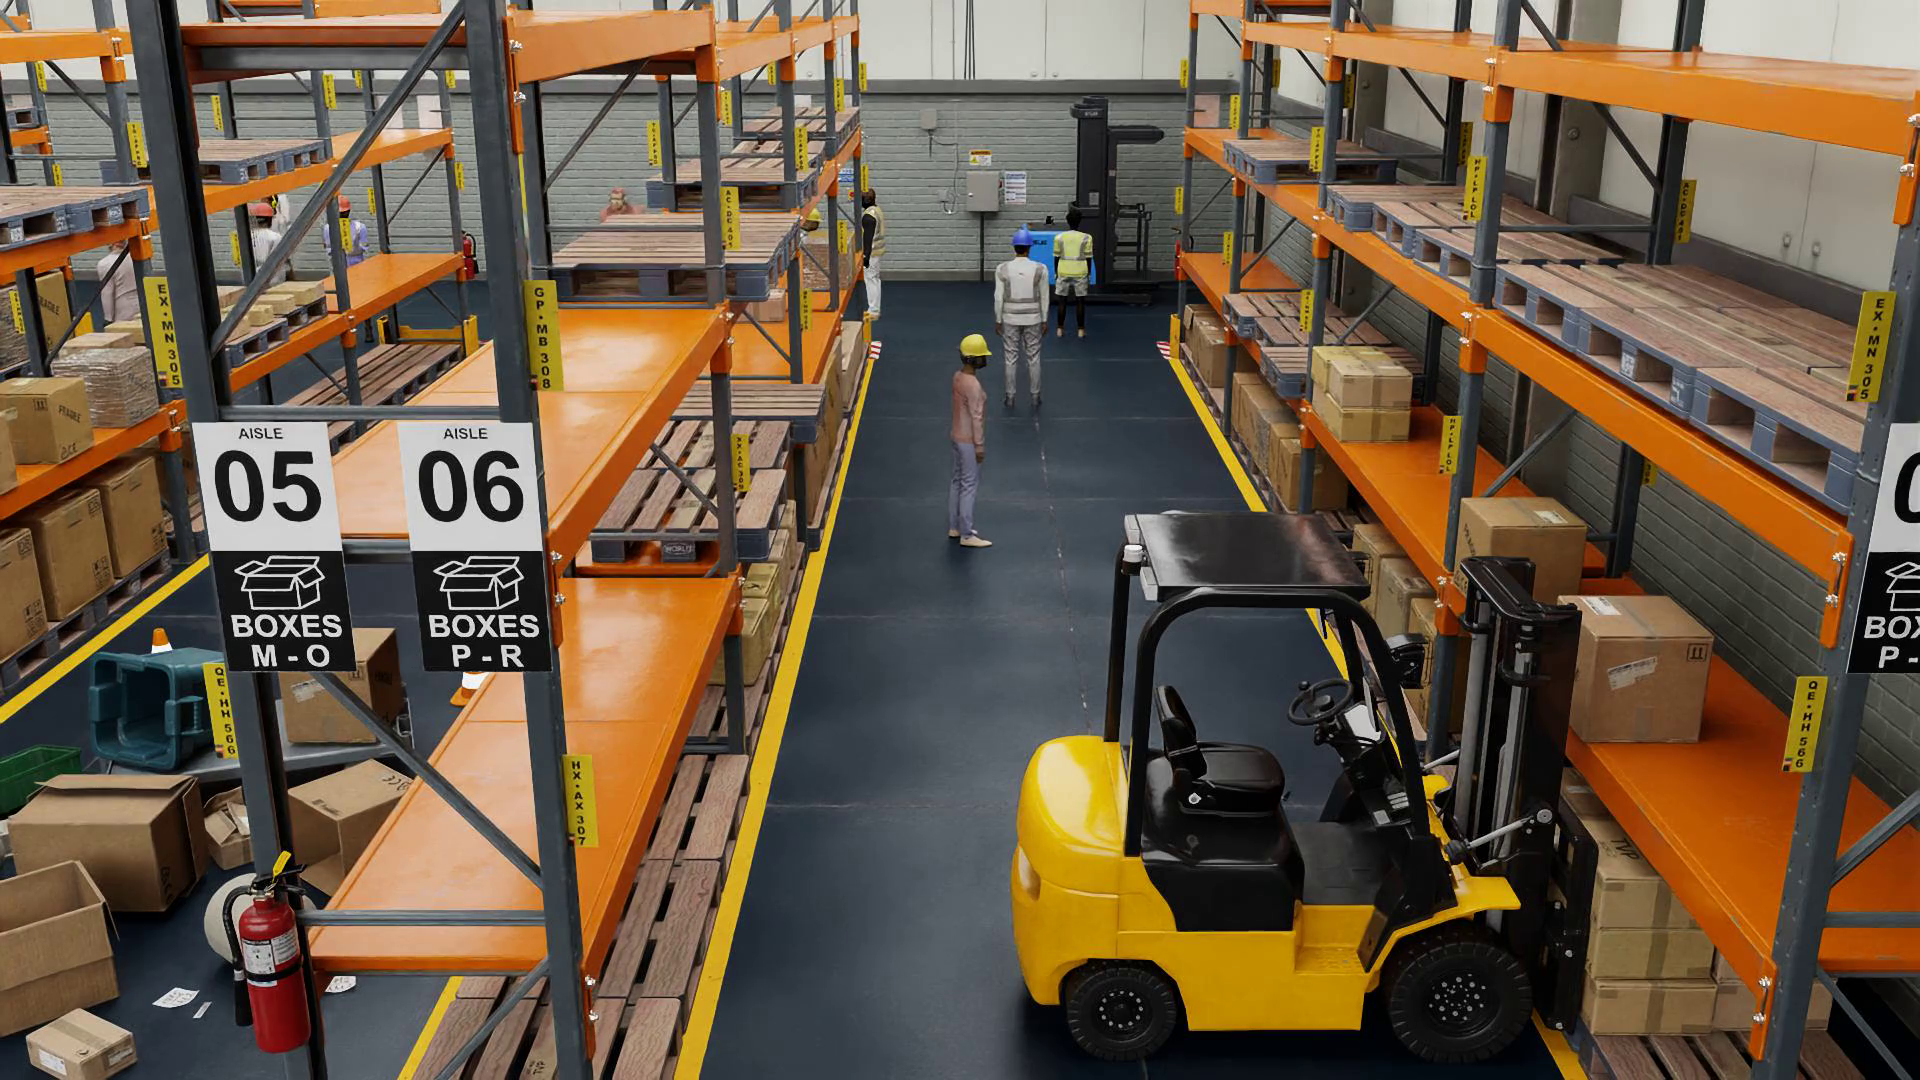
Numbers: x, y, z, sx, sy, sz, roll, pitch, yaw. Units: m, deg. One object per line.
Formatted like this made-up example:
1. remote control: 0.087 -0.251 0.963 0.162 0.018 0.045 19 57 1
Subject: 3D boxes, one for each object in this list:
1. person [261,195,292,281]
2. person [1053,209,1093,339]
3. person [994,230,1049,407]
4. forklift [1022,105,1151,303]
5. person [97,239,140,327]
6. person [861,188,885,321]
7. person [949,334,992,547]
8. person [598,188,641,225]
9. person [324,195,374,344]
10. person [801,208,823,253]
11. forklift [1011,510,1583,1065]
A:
1. person: -9.249 -3.805 22.603 0.323 1.862 0.510 -17 25 -41
2. person: 1.488 -3.507 21.964 0.536 1.691 0.319 4 19 11
3. person: 0.675 -2.423 18.293 0.605 1.938 0.412 1 18 2
4. forklift: 1.857 -4.944 24.441 1.873 2.768 1.129 0 18 0
5. person: -9.427 -2.583 18.836 0.410 1.905 0.640 9 20 25
6. person: -1.262 -3.979 23.170 0.429 1.837 0.628 2 18 6
7. person: 0.093 -0.824 13.730 0.329 1.767 0.528 -6 19 -17
8. person: -4.647 -3.870 22.793 0.645 1.852 1.017 0 18 0
9. person: -7.925 -3.502 21.582 0.542 1.928 0.400 -2 18 -7
10. person: -1.943 -3.475 21.800 0.325 1.732 0.489 0 18 -1
11. forklift: 1.387 1.055 7.378 2.313 2.155 1.214 0 18 0
